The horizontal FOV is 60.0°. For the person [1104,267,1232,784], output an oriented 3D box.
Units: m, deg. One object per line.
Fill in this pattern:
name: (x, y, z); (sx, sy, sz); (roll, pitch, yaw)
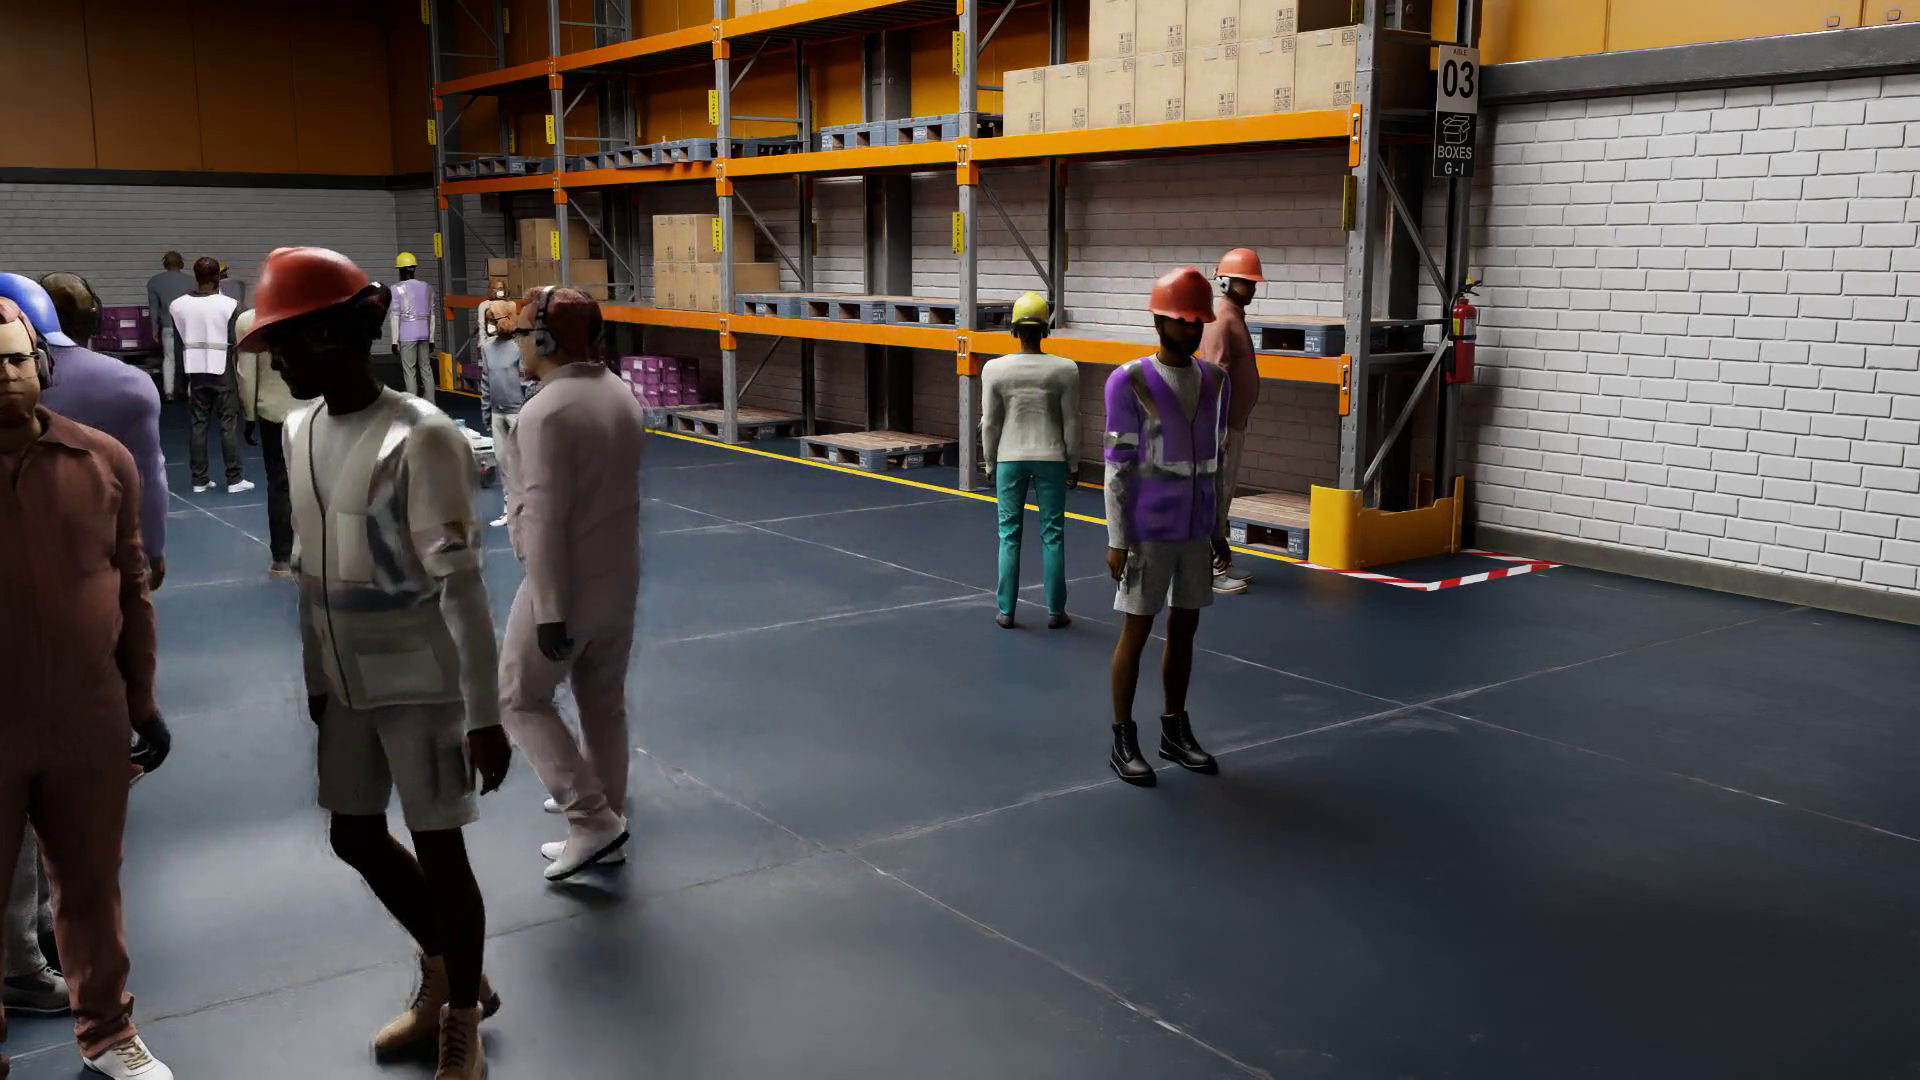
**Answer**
person: (0.803, -0.048, 6.254); (0.552, 1.932, 0.377); (-6, 12, -28)

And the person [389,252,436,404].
person: (-6.315, -2.344, 19.174); (0.402, 1.919, 0.588); (7, 12, 34)

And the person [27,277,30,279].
person: (-11.076, -2.311, 19.813); (0.522, 1.640, 0.342); (-9, 13, -41)

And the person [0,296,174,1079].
person: (-2.125, 0.407, 3.788); (0.409, 1.909, 0.639); (9, 13, 40)

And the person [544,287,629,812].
person: (-1.369, 0.039, 5.960); (0.329, 1.868, 0.515); (-2, 10, -11)

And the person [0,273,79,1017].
person: (-2.490, 0.276, 4.410); (0.407, 1.942, 0.615); (-4, 11, -19)

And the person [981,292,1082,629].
person: (0.373, -0.406, 8.726); (0.525, 1.772, 0.306); (1, 10, 4)

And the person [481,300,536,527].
person: (-3.201, -0.885, 11.817); (0.511, 1.623, 0.283); (6, 12, 31)

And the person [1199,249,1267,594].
person: (1.575, -0.692, 9.706); (0.393, 1.988, 0.623); (3, 11, 18)

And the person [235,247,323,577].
person: (-4.053, -0.771, 10.134); (0.617, 1.994, 0.381); (-5, 11, -24)

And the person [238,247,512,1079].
person: (-1.270, 0.339, 3.888); (0.800, 2.019, 0.501); (6, 12, 32)

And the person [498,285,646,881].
person: (-1.243, 0.148, 5.282); (0.420, 1.891, 0.641); (3, 11, 18)

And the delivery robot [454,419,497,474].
delivery robot: (-4.163, -0.762, 13.856); (0.707, 0.478, 0.477); (9, 13, 40)

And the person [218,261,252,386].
person: (-10.134, -2.959, 22.994); (0.712, 1.780, 0.655); (8, 13, 37)

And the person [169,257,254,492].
person: (-6.091, -1.336, 13.535); (0.615, 1.911, 0.395); (1, 10, 4)

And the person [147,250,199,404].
person: (-9.852, -2.678, 20.982); (0.652, 1.936, 0.408); (-2, 10, -10)

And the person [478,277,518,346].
person: (-5.426, -2.274, 19.601); (0.284, 1.625, 0.505); (10, 14, 44)

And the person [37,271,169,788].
person: (-3.163, 0.010, 5.953); (0.643, 1.928, 0.597); (-2, 10, -11)
